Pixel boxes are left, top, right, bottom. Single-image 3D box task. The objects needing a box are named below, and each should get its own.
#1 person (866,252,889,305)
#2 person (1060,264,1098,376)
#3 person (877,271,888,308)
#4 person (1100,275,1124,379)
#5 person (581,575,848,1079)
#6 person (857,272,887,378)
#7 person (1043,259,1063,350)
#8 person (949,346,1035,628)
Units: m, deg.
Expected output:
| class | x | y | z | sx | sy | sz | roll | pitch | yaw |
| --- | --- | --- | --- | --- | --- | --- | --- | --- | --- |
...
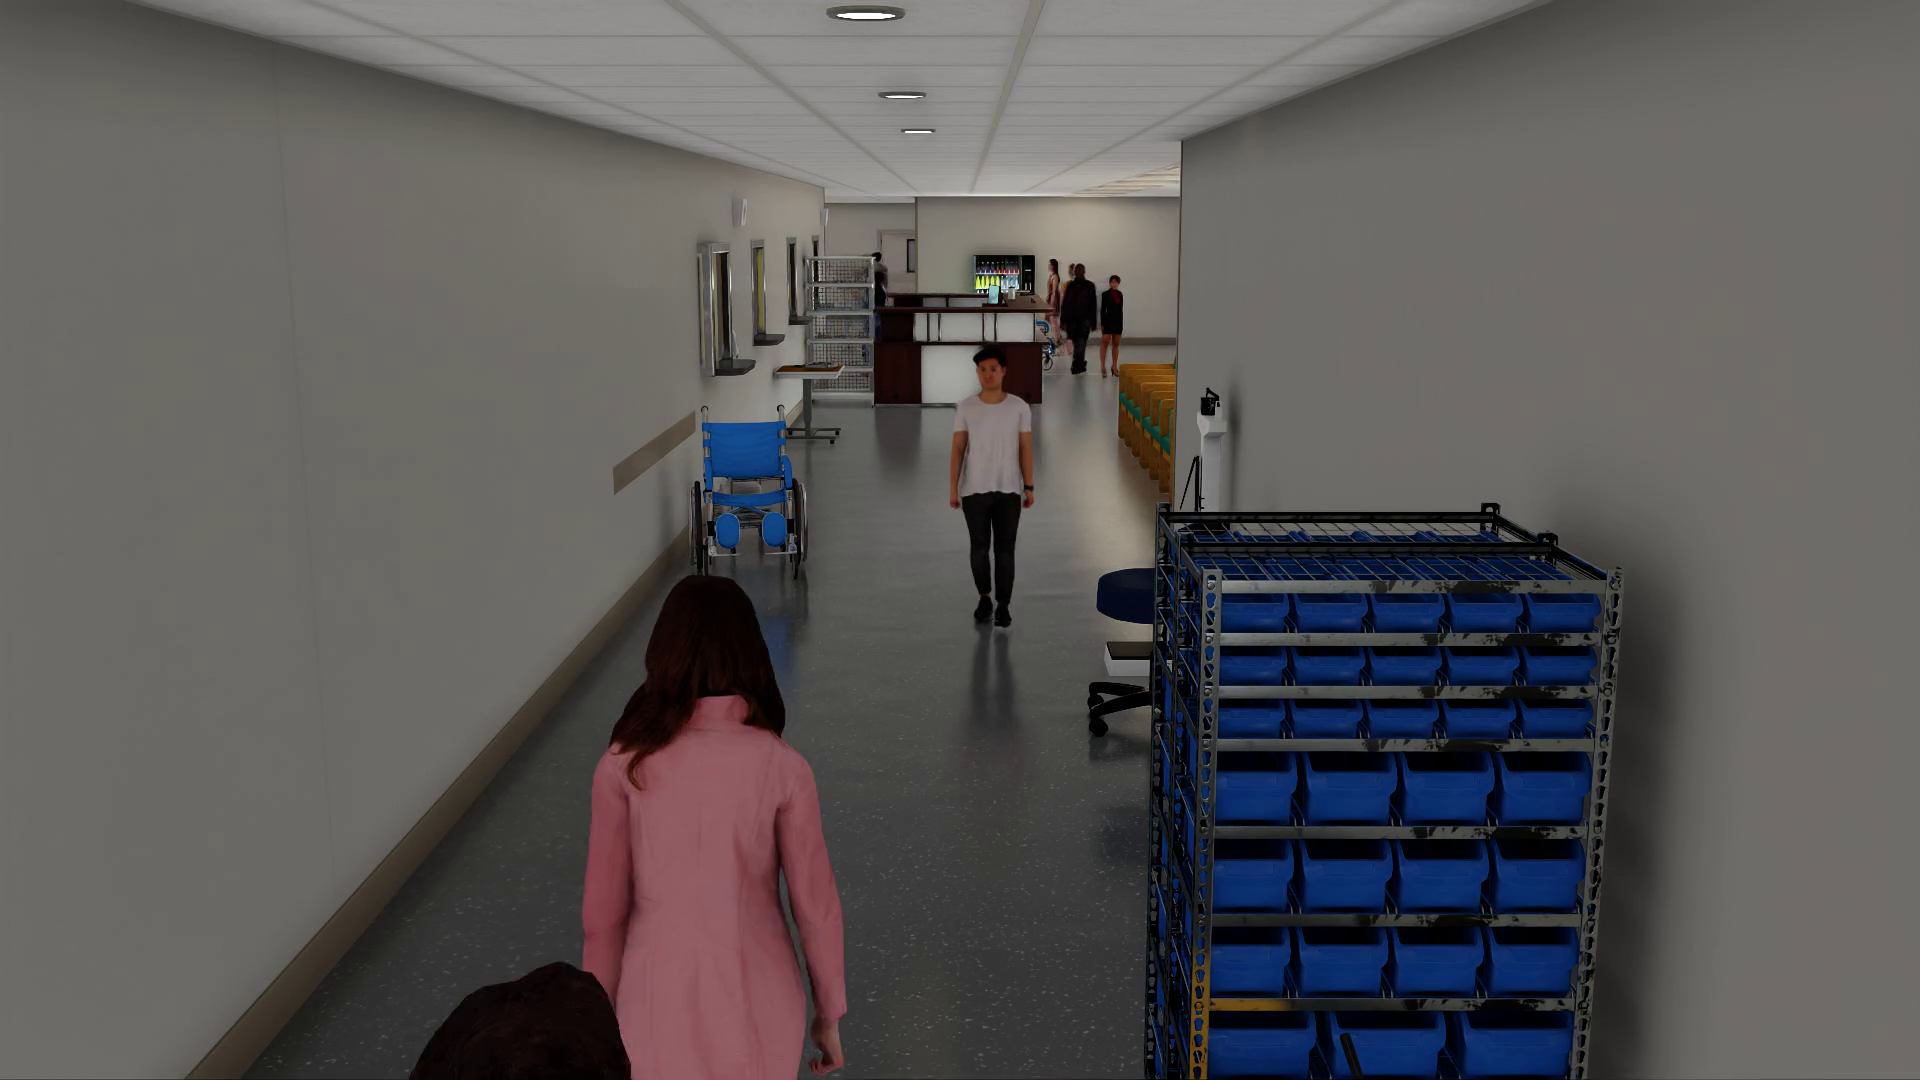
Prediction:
| class | x | y | z | sx | sy | sz | roll | pitch | yaw |
| --- | --- | --- | --- | --- | --- | --- | --- | --- | --- |
| person | -1.837 | -5.244 | 35.830 | 1.199 | 1.811 | 1.025 | 4 | 11 | 18 |
| person | 1.977 | -3.564 | 27.051 | 1.254 | 1.784 | 1.108 | 5 | 12 | 23 |
| person | -1.488 | -4.402 | 32.121 | 0.801 | 1.540 | 0.663 | -2 | 11 | -12 |
| person | 2.453 | -3.452 | 26.846 | 0.632 | 1.640 | 0.719 | -5 | 12 | -25 |
| person | -0.490 | 0.978 | 3.117 | 0.691 | 1.782 | 0.712 | 0 | 11 | 2 |
| person | -1.258 | -3.394 | 26.410 | 0.914 | 1.687 | 0.854 | 6 | 12 | 28 |
| person | 1.918 | -4.624 | 32.697 | 0.738 | 1.761 | 0.672 | -1 | 11 | -8 |
| person | 0.200 | -0.339 | 10.270 | 0.860 | 1.703 | 0.774 | 1 | 11 | 6 |
